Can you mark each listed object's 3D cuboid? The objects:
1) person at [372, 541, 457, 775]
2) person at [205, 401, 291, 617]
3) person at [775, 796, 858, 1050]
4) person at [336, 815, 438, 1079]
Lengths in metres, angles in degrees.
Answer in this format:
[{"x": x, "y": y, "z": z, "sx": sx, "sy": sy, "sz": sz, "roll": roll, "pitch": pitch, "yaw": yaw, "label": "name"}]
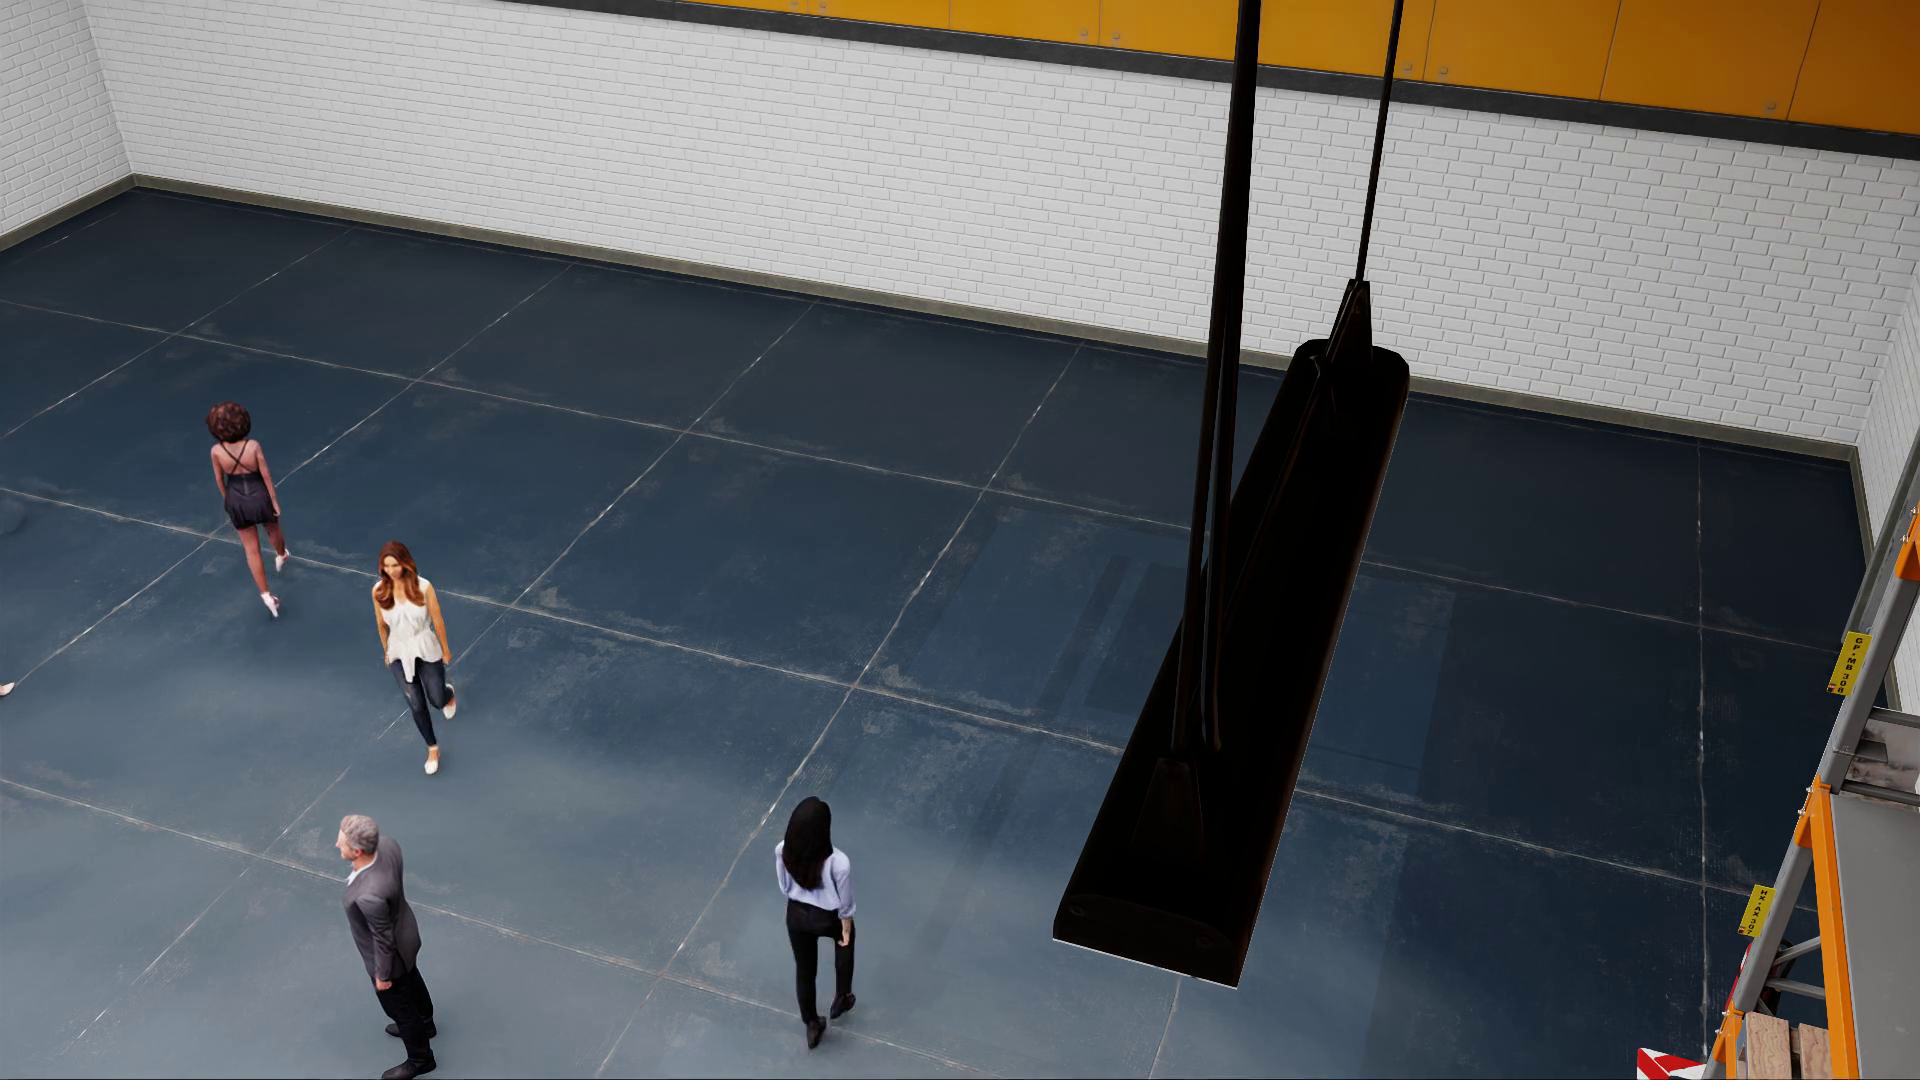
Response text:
[{"x": -3.731, "y": 0.743, "z": 11.460, "sx": 0.816, "sy": 1.771, "sz": 0.998, "roll": -2, "pitch": 34, "yaw": -4, "label": "person"}, {"x": -5.502, "y": -0.199, "z": 12.904, "sx": 1.001, "sy": 1.739, "sz": 1.140, "roll": -10, "pitch": 35, "yaw": -14, "label": "person"}, {"x": -0.834, "y": 2.197, "z": 9.308, "sx": 0.678, "sy": 1.730, "sz": 0.697, "roll": 7, "pitch": 34, "yaw": 11, "label": "person"}, {"x": -3.164, "y": 2.218, "z": 9.176, "sx": 0.875, "sy": 1.841, "sz": 0.748, "roll": -7, "pitch": 34, "yaw": -10, "label": "person"}]
